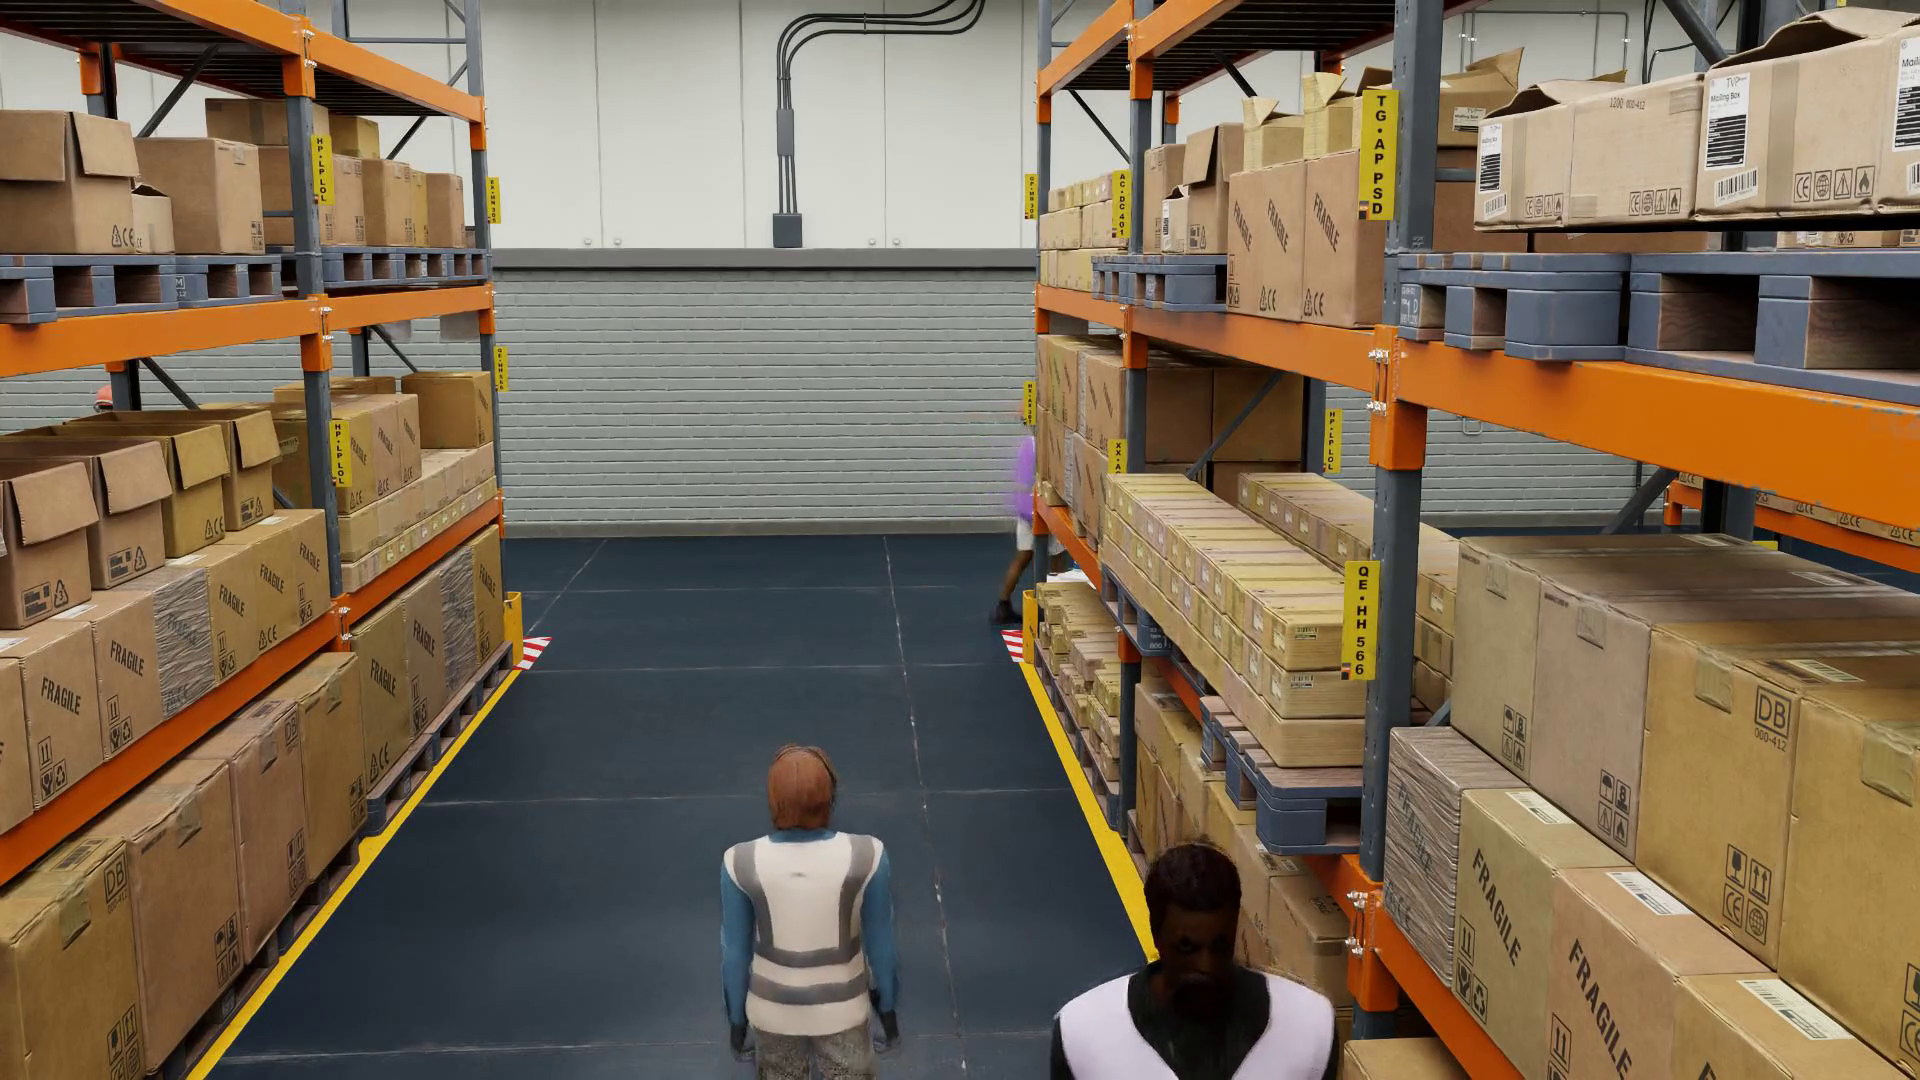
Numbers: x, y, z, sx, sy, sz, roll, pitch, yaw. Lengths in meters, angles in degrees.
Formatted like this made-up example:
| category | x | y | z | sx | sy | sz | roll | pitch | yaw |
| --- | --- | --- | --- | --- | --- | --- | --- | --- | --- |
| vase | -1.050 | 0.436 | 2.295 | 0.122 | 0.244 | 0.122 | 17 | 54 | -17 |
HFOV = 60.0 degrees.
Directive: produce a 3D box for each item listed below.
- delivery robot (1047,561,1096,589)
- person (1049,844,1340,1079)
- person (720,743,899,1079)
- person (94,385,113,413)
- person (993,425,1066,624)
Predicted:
| category | x | y | z | sx | sy | sz | roll | pitch | yaw |
| --- | --- | --- | --- | --- | --- | --- | --- | --- | --- |
| delivery robot | 0.976 | 0.415 | 13.593 | 0.707 | 0.478 | 0.477 | 7 | 12 | 35 |
| person | 0.482 | 1.509 | 3.477 | 0.609 | 1.902 | 0.697 | 0 | 10 | -2 |
| person | -0.444 | 1.405 | 4.878 | 0.521 | 1.620 | 0.550 | 0 | 10 | 0 |
| person | -6.972 | -0.292 | 13.805 | 0.623 | 1.989 | 0.400 | -1 | 10 | -3 |
| person | 0.668 | -0.230 | 13.778 | 0.899 | 1.890 | 0.550 | -4 | 11 | -24 |
